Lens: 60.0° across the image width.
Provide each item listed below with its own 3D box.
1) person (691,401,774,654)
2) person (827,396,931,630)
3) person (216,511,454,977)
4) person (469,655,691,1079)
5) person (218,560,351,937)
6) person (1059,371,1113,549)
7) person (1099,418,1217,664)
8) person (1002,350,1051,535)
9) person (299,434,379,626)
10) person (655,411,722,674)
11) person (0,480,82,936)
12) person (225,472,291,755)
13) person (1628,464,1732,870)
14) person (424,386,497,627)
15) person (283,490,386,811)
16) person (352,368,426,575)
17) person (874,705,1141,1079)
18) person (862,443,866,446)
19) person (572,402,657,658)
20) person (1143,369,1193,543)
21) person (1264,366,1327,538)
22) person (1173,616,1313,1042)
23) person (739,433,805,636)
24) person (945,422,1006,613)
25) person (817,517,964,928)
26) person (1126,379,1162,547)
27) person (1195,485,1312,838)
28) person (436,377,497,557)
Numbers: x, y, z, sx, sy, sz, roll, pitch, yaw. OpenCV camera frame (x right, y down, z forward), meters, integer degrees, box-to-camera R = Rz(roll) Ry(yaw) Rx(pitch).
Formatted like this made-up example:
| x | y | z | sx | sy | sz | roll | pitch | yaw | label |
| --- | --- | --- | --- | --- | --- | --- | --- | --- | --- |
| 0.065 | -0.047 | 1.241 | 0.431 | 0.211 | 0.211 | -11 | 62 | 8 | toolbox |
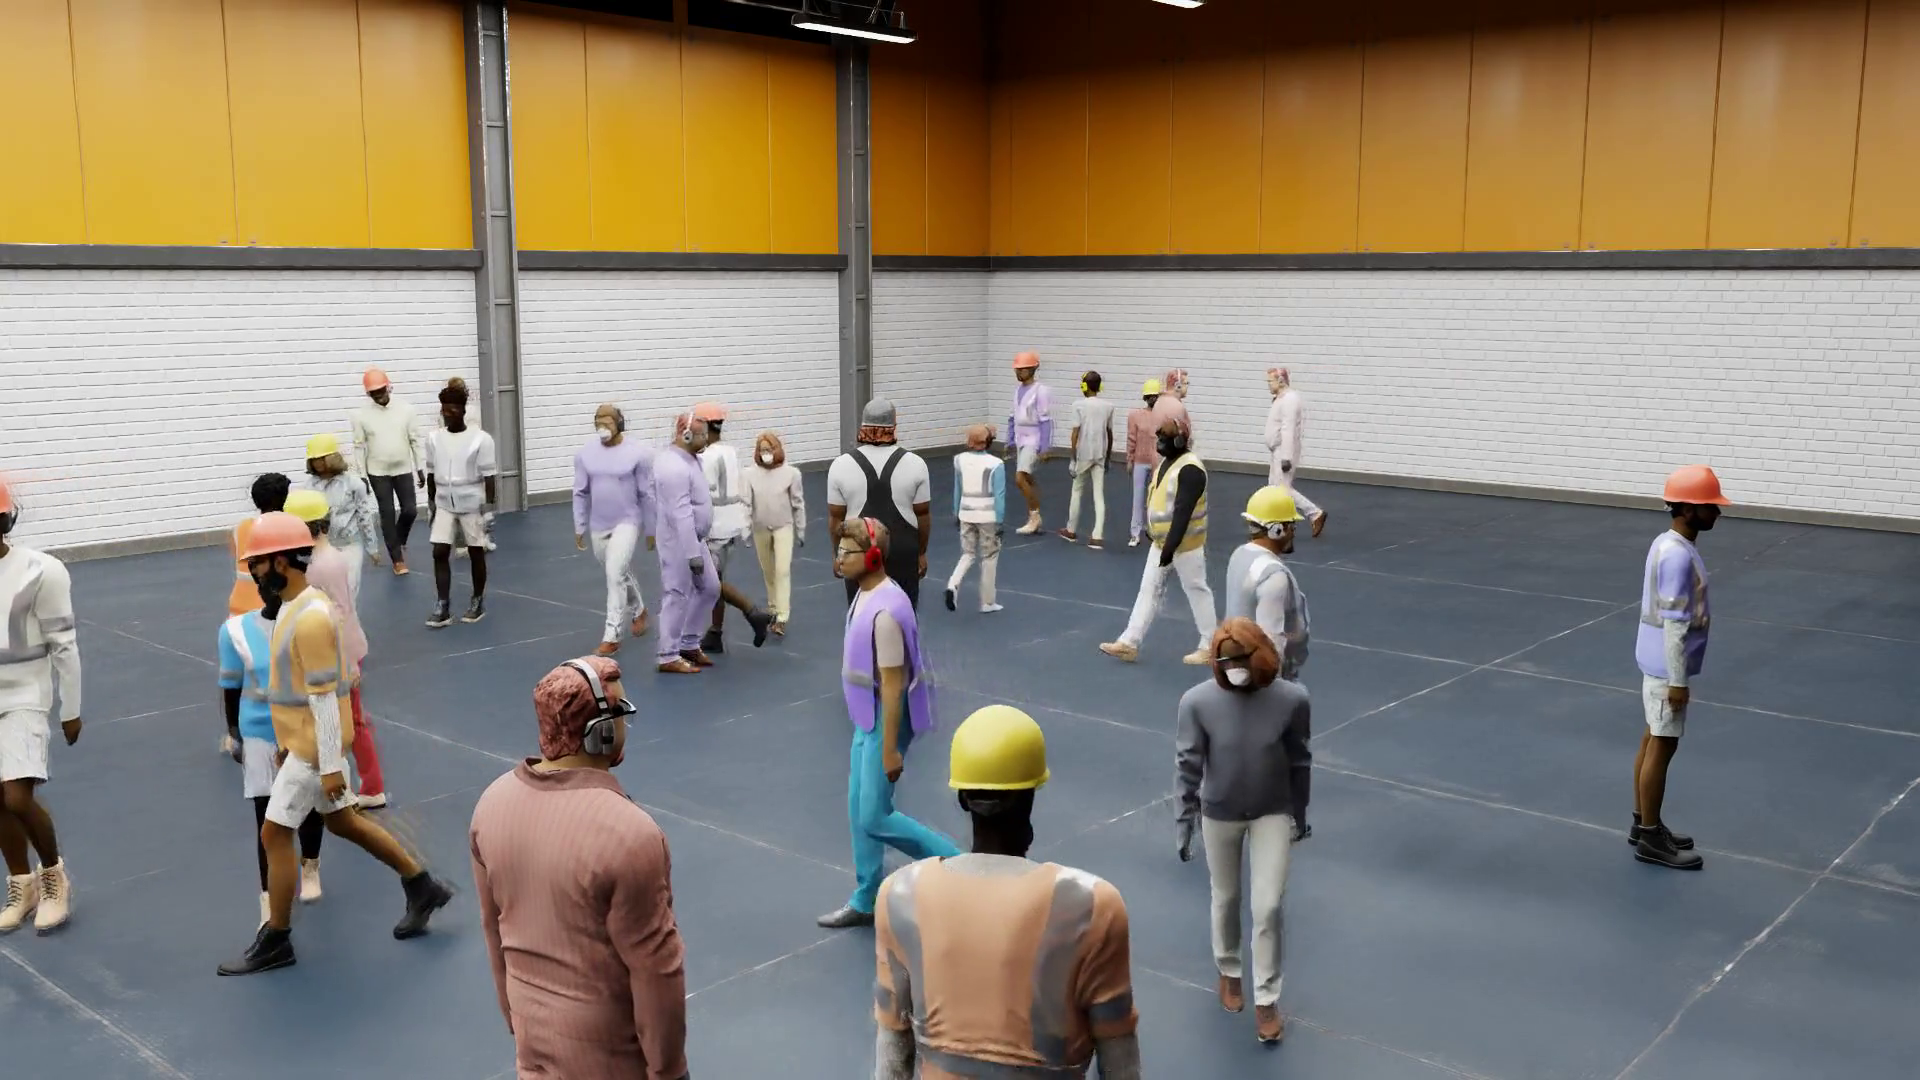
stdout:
| x | y | z | sx | sy | sz | roll | pitch | yaw | label |
| --- | --- | --- | --- | --- | --- | --- | --- | --- | --- |
| -1.724 | -0.074 | 12.366 | 0.694 | 1.903 | 0.589 | 2 | 9 | 14 | person |
| -0.535 | 0.056 | 11.105 | 0.678 | 2.000 | 0.537 | 0 | 9 | -2 | person |
| -2.603 | 0.808 | 6.899 | 0.931 | 1.895 | 0.542 | -4 | 10 | -25 | person |
| -0.907 | 1.228 | 4.168 | 0.643 | 1.908 | 0.410 | 6 | 11 | 35 | person |
| -2.928 | 0.855 | 7.249 | 0.542 | 1.655 | 0.759 | -4 | 10 | -22 | person |
| 1.322 | -0.855 | 17.475 | 0.561 | 1.825 | 0.896 | -3 | 10 | -19 | person |
| 1.486 | 0.027 | 12.046 | 0.949 | 1.797 | 0.643 | -3 | 9 | -17 | person |
| 0.698 | -1.045 | 18.067 | 0.505 | 2.023 | 0.621 | -5 | 10 | -28 | person |
| -4.481 | 0.099 | 11.871 | 0.505 | 1.700 | 0.808 | 1 | 9 | 8 | person |
| -1.928 | 0.031 | 11.772 | 0.541 | 1.884 | 0.670 | 1 | 9 | 3 | person |
| -4.101 | 0.707 | 7.086 | 0.632 | 2.026 | 0.487 | 0 | 9 | 2 | person |
| -4.123 | 0.419 | 10.037 | 0.544 | 1.645 | 0.850 | 4 | 10 | 24 | person |
| 3.462 | 0.597 | 8.030 | 0.375 | 1.939 | 0.546 | 3 | 10 | 20 | person |
| -4.061 | -0.254 | 13.342 | 0.634 | 1.940 | 0.790 | 1 | 9 | 7 | person |
| -3.260 | 0.605 | 8.590 | 0.554 | 1.739 | 0.594 | -4 | 10 | -25 | person |
| -5.432 | -0.662 | 15.833 | 0.638 | 1.971 | 0.566 | -5 | 10 | -29 | person |
| 0.074 | 1.314 | 3.701 | 0.596 | 1.891 | 0.939 | 4 | 10 | 24 | person |
| -0.691 | -0.266 | 14.519 | 0.496 | 1.598 | 0.781 | 1 | 9 | 9 | person |
| -2.596 | -0.116 | 12.677 | 0.627 | 1.901 | 0.996 | 2 | 9 | 15 | person |
| 2.152 | -0.787 | 16.848 | 0.448 | 1.889 | 0.660 | -1 | 9 | -8 | person |
| 3.517 | -0.900 | 17.632 | 0.667 | 1.877 | 0.693 | 1 | 9 | 4 | person |
| 1.056 | 1.056 | 6.218 | 0.518 | 1.591 | 0.664 | 1 | 9 | 6 | person |
| -1.490 | -0.037 | 13.075 | 0.500 | 1.591 | 0.849 | 1 | 9 | 5 | person |
| 0.133 | -0.167 | 13.808 | 0.521 | 1.620 | 0.554 | 6 | 11 | 35 | person |
| -0.276 | 0.796 | 7.138 | 0.622 | 1.826 | 0.578 | -2 | 9 | -11 | person |
| 1.995 | -0.796 | 17.318 | 0.528 | 1.767 | 0.330 | 1 | 9 | 8 | person |
| 1.446 | 0.629 | 8.214 | 0.628 | 1.814 | 0.598 | -1 | 9 | -9 | person |
| -4.993 | -0.744 | 16.879 | 0.584 | 1.805 | 0.618 | 3 | 10 | 20 | person |
